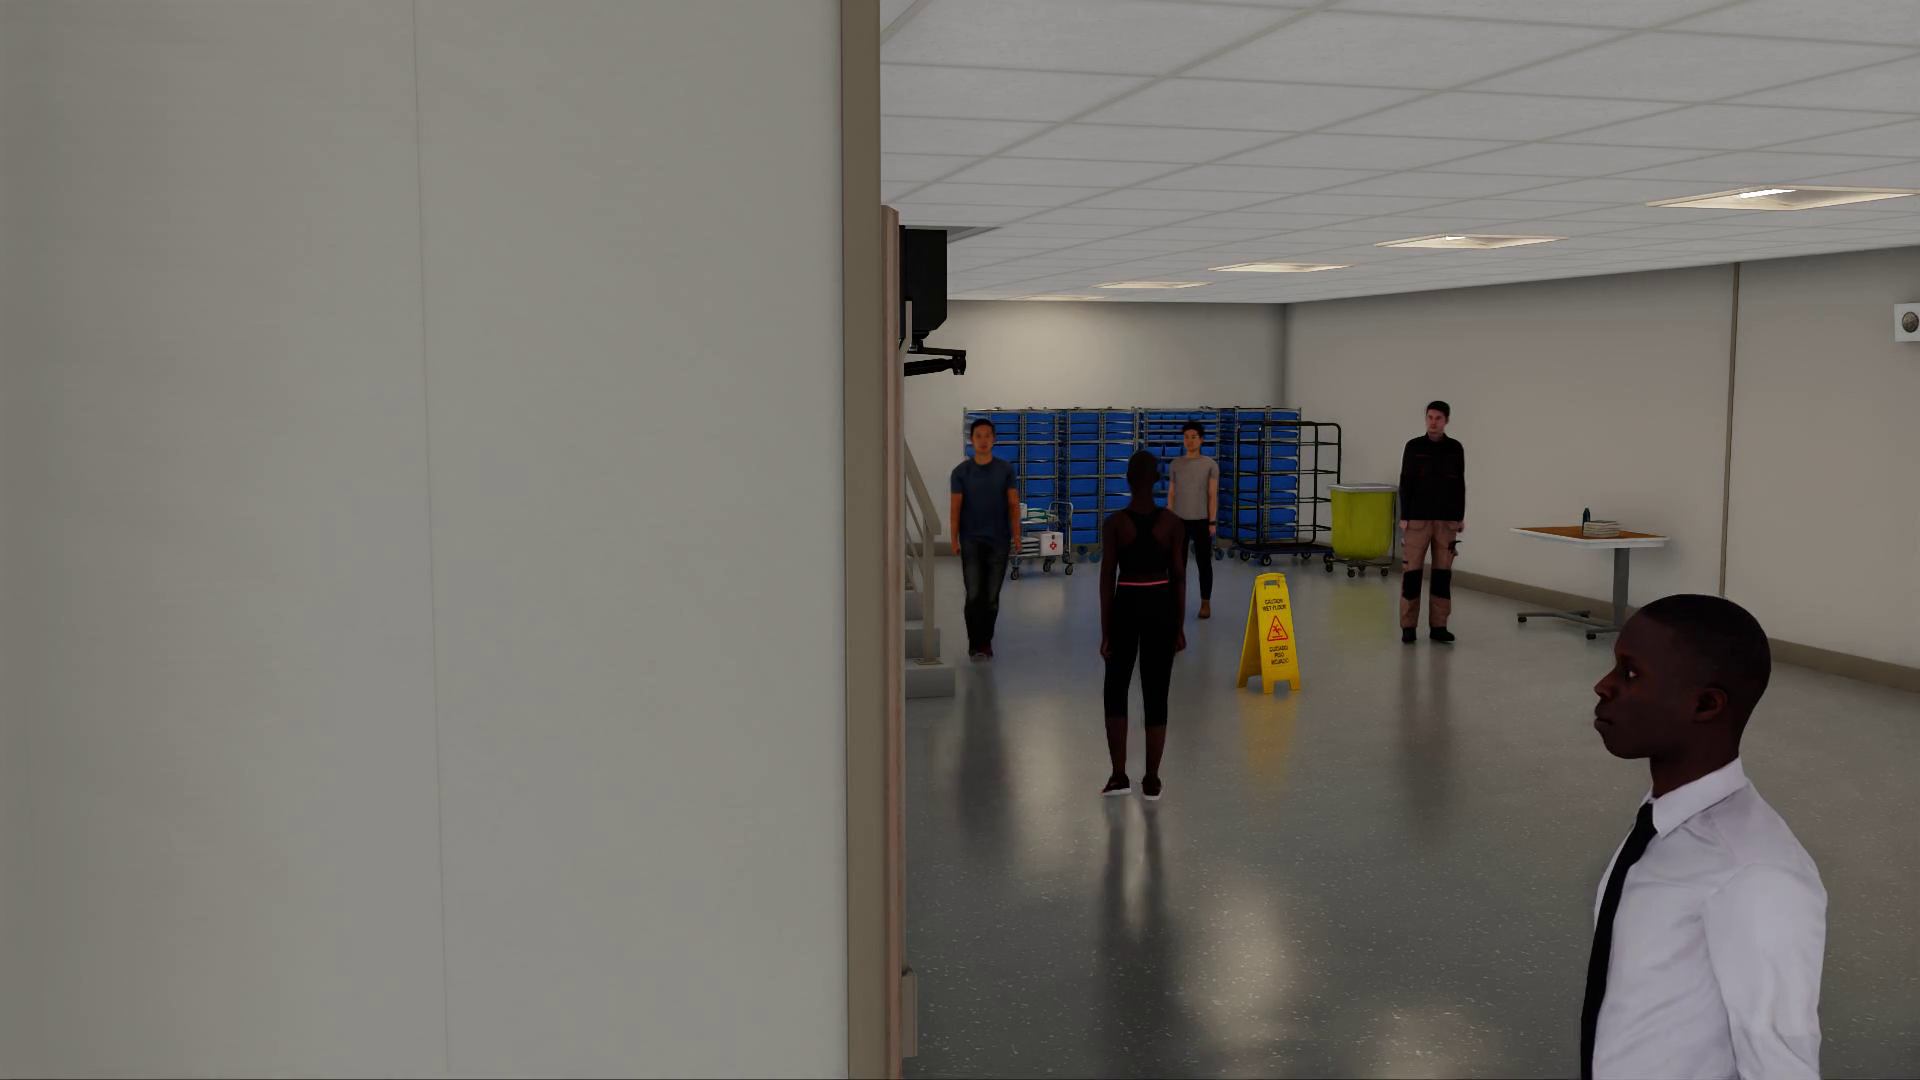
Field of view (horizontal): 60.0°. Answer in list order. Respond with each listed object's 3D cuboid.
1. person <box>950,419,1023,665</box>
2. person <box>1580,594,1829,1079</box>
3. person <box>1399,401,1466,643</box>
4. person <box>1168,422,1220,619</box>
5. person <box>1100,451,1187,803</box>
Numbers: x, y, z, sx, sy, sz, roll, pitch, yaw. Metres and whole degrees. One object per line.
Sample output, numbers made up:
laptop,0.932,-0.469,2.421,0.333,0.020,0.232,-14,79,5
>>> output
person,0.177,0.014,12.327,0.709,1.781,1.037,-1,6,-10
person,1.059,0.986,2.397,0.764,1.835,0.604,1,6,6
person,3.765,-0.152,13.275,0.752,1.923,0.696,0,6,1
person,2.041,-0.184,14.610,0.671,1.718,0.707,2,6,23
person,0.913,0.436,8.262,0.676,1.756,0.679,0,6,-1
